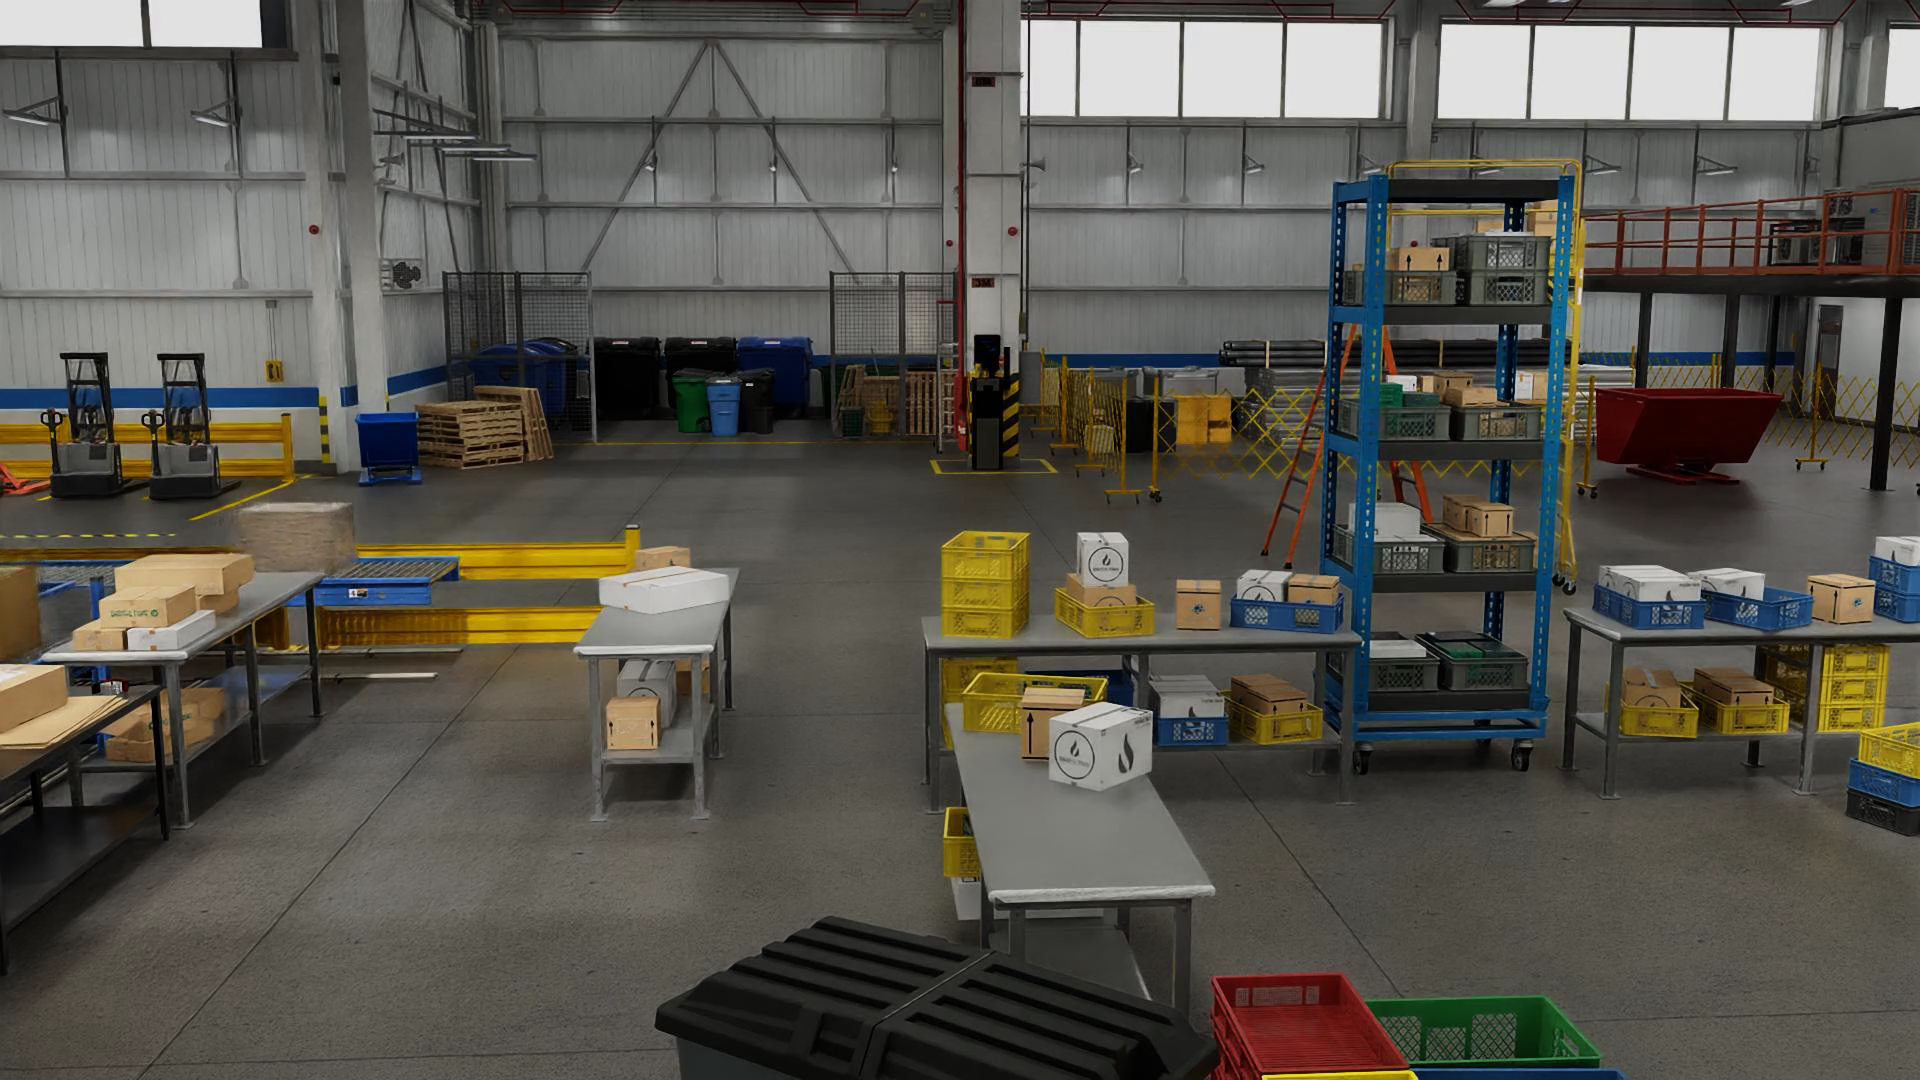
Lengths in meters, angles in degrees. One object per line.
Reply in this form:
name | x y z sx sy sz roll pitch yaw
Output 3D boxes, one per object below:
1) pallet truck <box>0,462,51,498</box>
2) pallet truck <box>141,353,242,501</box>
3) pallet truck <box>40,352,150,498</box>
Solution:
pallet truck | -13.193 -1.293 23.148 0.653 1.274 1.630 -1 9 -4
pallet truck | -10.520 -1.604 22.925 0.823 1.965 1.885 -1 9 -6
pallet truck | -11.907 -1.642 23.165 0.823 1.965 1.885 0 9 0
